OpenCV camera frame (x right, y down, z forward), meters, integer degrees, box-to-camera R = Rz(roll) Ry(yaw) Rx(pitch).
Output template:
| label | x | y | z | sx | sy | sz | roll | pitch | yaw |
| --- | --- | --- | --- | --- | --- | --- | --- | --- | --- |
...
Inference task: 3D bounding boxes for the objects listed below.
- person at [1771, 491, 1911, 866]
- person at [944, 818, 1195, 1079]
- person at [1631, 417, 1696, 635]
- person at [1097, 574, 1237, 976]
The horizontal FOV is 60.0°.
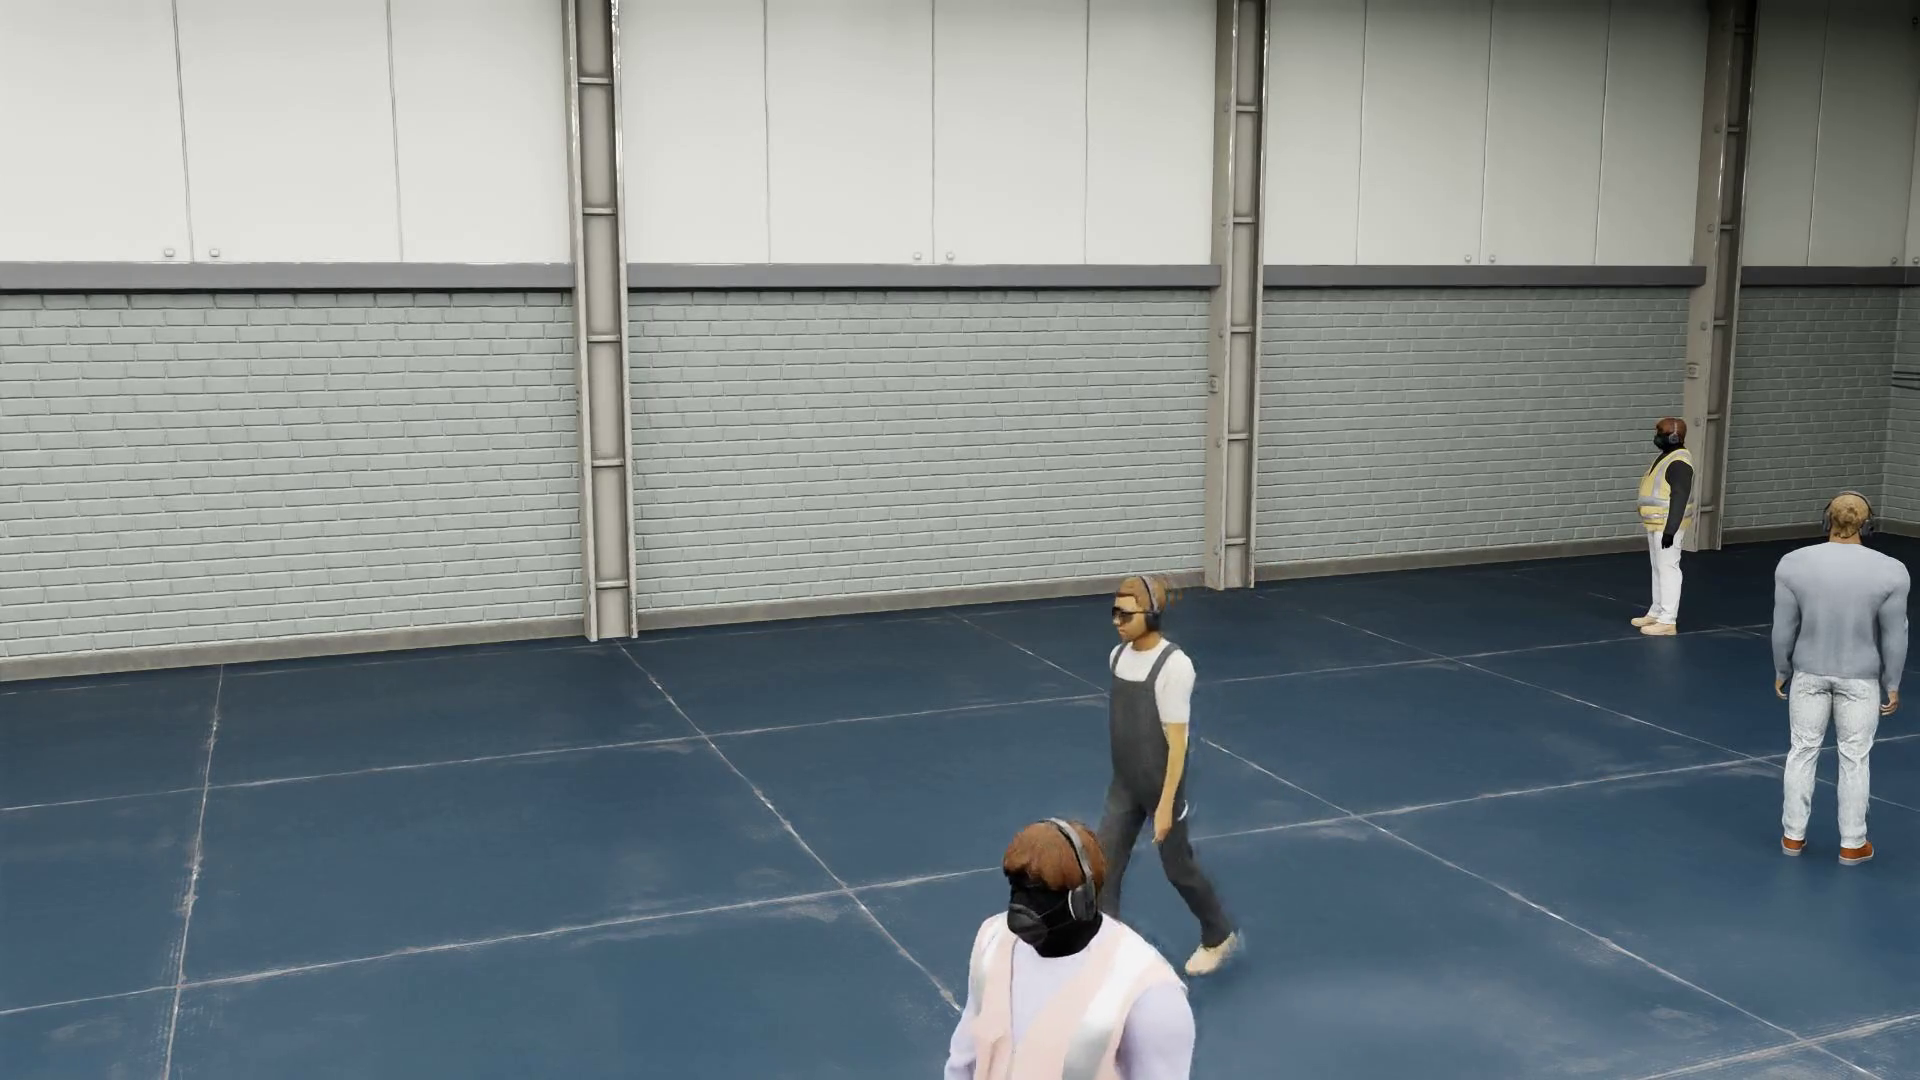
| label | x | y | z | sx | sy | sz | roll | pitch | yaw |
| --- | --- | --- | --- | --- | --- | --- | --- | --- | --- |
| person | 4.524 | 0.708 | 8.594 | 0.630 | 1.940 | 0.372 | 7 | 11 | 36 |
| person | 0.157 | 1.531 | 3.866 | 0.953 | 1.792 | 0.646 | -7 | 12 | -39 |
| person | 5.963 | -0.120 | 14.092 | 0.429 | 1.846 | 0.627 | 2 | 9 | 10 |
| person | 0.826 | 1.028 | 7.019 | 0.934 | 1.812 | 0.529 | -7 | 11 | -36 |
